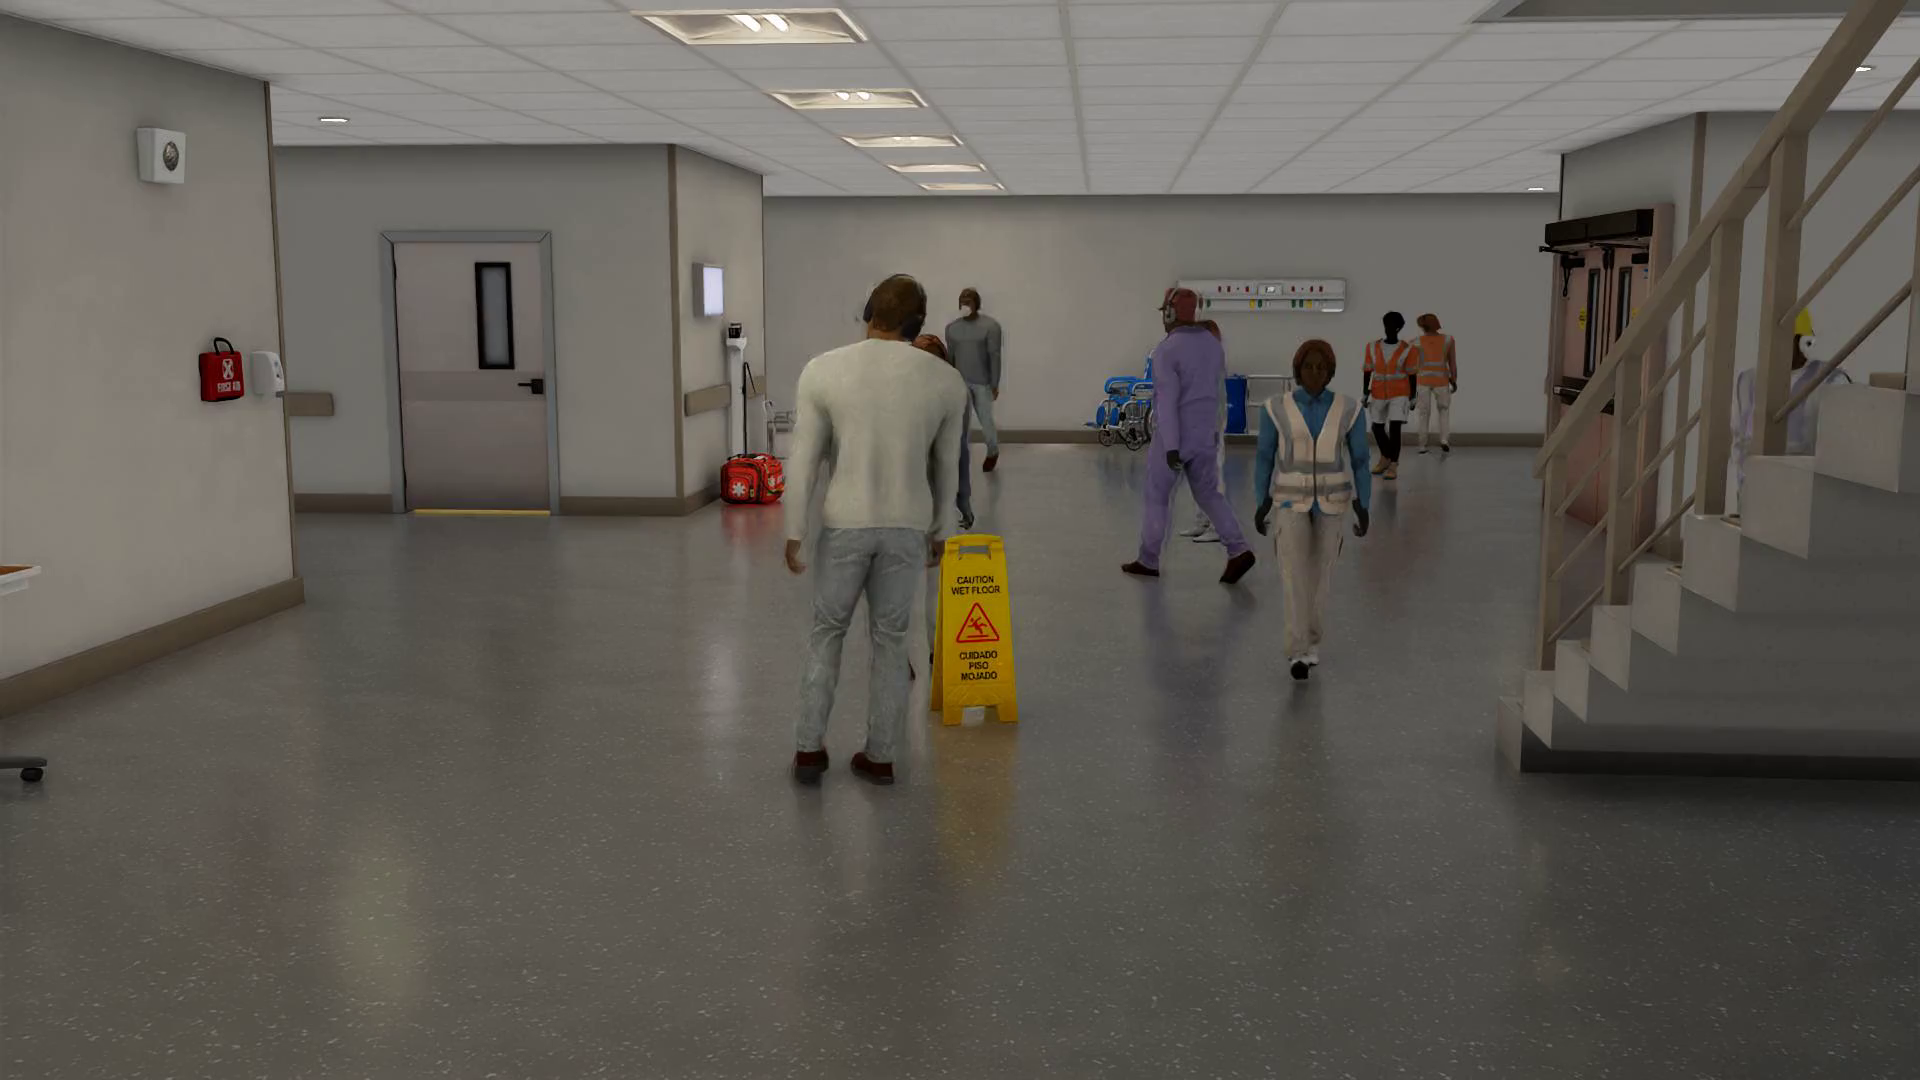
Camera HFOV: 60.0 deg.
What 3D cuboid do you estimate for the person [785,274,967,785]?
[{"bbox_3d":[-0.308,-0.031,6.195,0.702,1.901,0.391,-1,8,-10],"label":"person"}]

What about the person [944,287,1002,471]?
[{"bbox_3d":[0.152,-1.594,16.789,0.632,1.907,0.979,3,9,21],"label":"person"}]

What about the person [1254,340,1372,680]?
[{"bbox_3d":[1.680,-0.141,7.889,0.541,1.591,0.831,1,8,4],"label":"person"}]

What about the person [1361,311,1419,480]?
[{"bbox_3d":[4.309,-1.447,16.547,0.547,1.668,0.596,5,10,33],"label":"person"}]

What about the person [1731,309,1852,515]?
[{"bbox_3d":[4.114,-0.298,8.354,0.930,1.781,0.590,-8,11,-42],"label":"person"}]

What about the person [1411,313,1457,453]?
[{"bbox_3d":[5.406,-1.786,19.038,0.544,1.612,0.366,2,9,13],"label":"person"}]

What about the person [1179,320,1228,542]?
[{"bbox_3d":[1.817,-0.802,12.282,0.310,1.636,0.523,-1,8,-9],"label":"person"}]

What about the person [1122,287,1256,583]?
[{"bbox_3d":[1.473,-0.663,10.561,0.639,1.873,0.900,-7,11,-39],"label":"person"}]

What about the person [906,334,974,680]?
[{"bbox_3d":[-0.159,-0.158,7.918,0.501,1.633,0.279,-5,10,-32],"label":"person"}]
